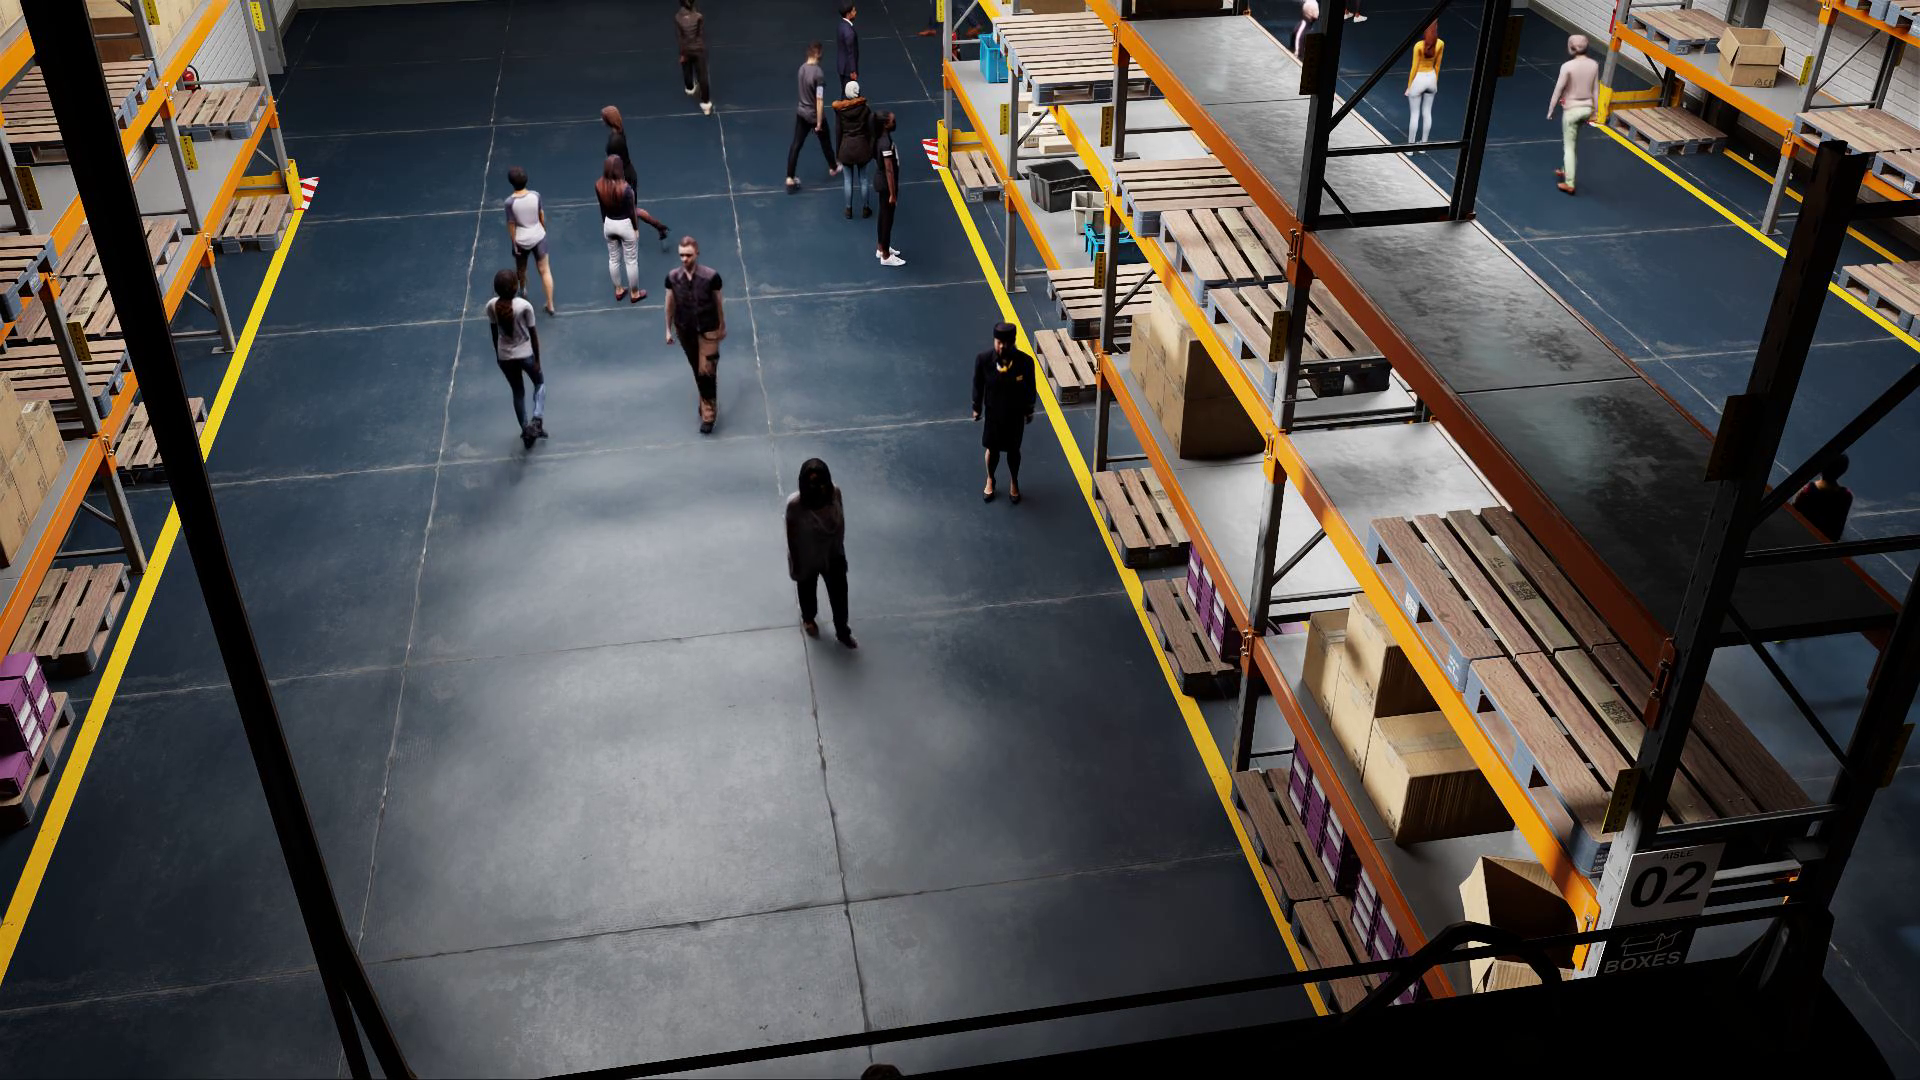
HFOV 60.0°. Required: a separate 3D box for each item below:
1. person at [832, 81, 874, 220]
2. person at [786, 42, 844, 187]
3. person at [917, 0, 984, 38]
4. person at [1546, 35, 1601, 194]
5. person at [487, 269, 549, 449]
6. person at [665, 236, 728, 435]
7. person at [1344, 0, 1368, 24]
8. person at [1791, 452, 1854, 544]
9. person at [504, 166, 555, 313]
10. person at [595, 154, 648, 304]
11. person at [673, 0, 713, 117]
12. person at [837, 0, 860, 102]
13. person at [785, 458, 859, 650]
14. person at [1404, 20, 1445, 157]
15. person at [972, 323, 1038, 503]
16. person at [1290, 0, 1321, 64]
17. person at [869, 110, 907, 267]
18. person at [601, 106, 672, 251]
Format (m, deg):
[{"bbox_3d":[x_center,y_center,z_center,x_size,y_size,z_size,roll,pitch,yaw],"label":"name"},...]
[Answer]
[{"bbox_3d":[-1.226,-4.550,19.384,0.665,1.634,0.652,-1,34,-1],"label":"person"},{"bbox_3d":[-1.869,-5.091,20.127,1.220,1.712,1.188,27,42,35],"label":"person"},{"bbox_3d":[-0.089,-8.444,25.117,0.868,1.773,1.186,-2,34,-3],"label":"person"},{"bbox_3d":[7.461,-5.094,20.025,0.740,1.830,0.866,-5,34,-7],"label":"person"},{"bbox_3d":[-3.971,-1.582,14.850,0.626,1.711,0.681,0,34,0],"label":"person"},{"bbox_3d":[-2.391,-1.980,15.360,0.886,1.810,1.093,5,34,8],"label":"person"},{"bbox_3d":[6.250,-8.980,26.037,0.711,1.647,0.609,-24,40,-31],"label":"person"},{"bbox_3d":[6.404,0.044,12.585,0.903,1.509,1.087,12,36,18],"label":"person"},{"bbox_3d":[-4.451,-3.099,17.299,0.783,1.526,1.065,-16,37,-23],"label":"person"},{"bbox_3d":[-3.569,-3.281,17.499,0.671,1.608,0.675,9,35,14],"label":"person"},{"bbox_3d":[-3.606,-6.627,22.498,0.949,1.646,0.604,-5,34,-8],"label":"person"},{"bbox_3d":[-1.475,-6.176,21.750,0.716,1.723,0.503,-10,35,-14],"label":"person"},{"bbox_3d":[-1.105,0.031,12.541,0.777,1.581,0.936,-15,37,-22],"label":"person"},{"bbox_3d":[5.879,-5.762,21.098,0.594,1.756,0.566,-8,34,-11],"label":"person"},{"bbox_3d":[0.384,-1.085,14.138,0.776,1.671,0.741,4,34,6],"label":"person"},{"bbox_3d":[4.318,-6.022,21.425,0.901,1.827,0.783,13,36,19],"label":"person"},{"bbox_3d":[-0.801,-3.893,18.311,0.673,1.729,0.489,-7,34,-10],"label":"person"},{"bbox_3d":[-3.649,-3.989,18.499,0.672,1.681,0.815,0,34,-1],"label":"person"}]
